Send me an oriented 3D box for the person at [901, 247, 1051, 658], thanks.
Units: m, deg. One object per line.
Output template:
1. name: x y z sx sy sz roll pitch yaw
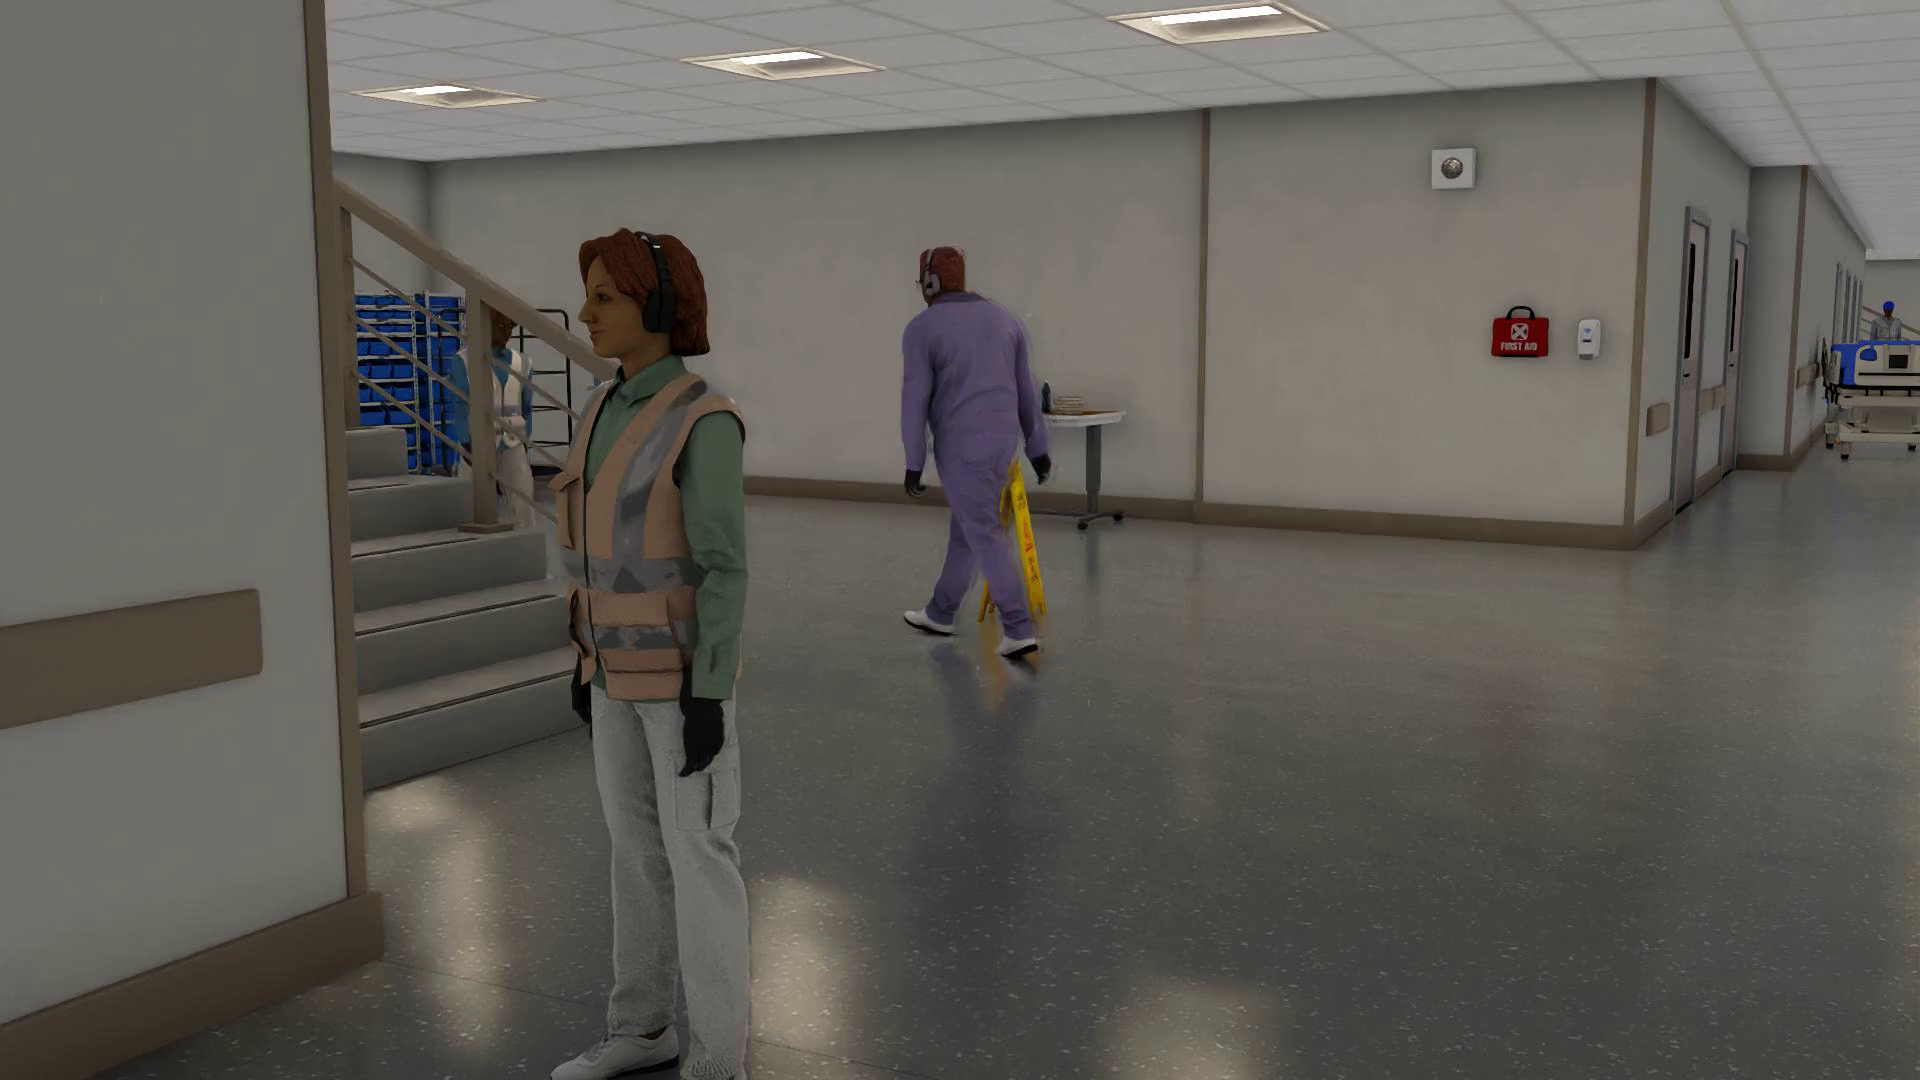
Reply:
1. person: 0.063 -0.406 7.527 0.674 1.839 1.035 -7 10 -42

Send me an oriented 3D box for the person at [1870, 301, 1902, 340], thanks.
1. person: 19.254 -3.988 34.589 0.618 1.945 0.395 1 8 10

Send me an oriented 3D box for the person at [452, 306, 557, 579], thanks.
1. person: -2.633 -0.532 9.372 0.520 1.590 0.878 -6 10 -41

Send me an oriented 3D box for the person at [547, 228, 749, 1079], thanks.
1. person: -0.561 0.263 3.058 0.310 1.642 0.514 -6 10 -39
